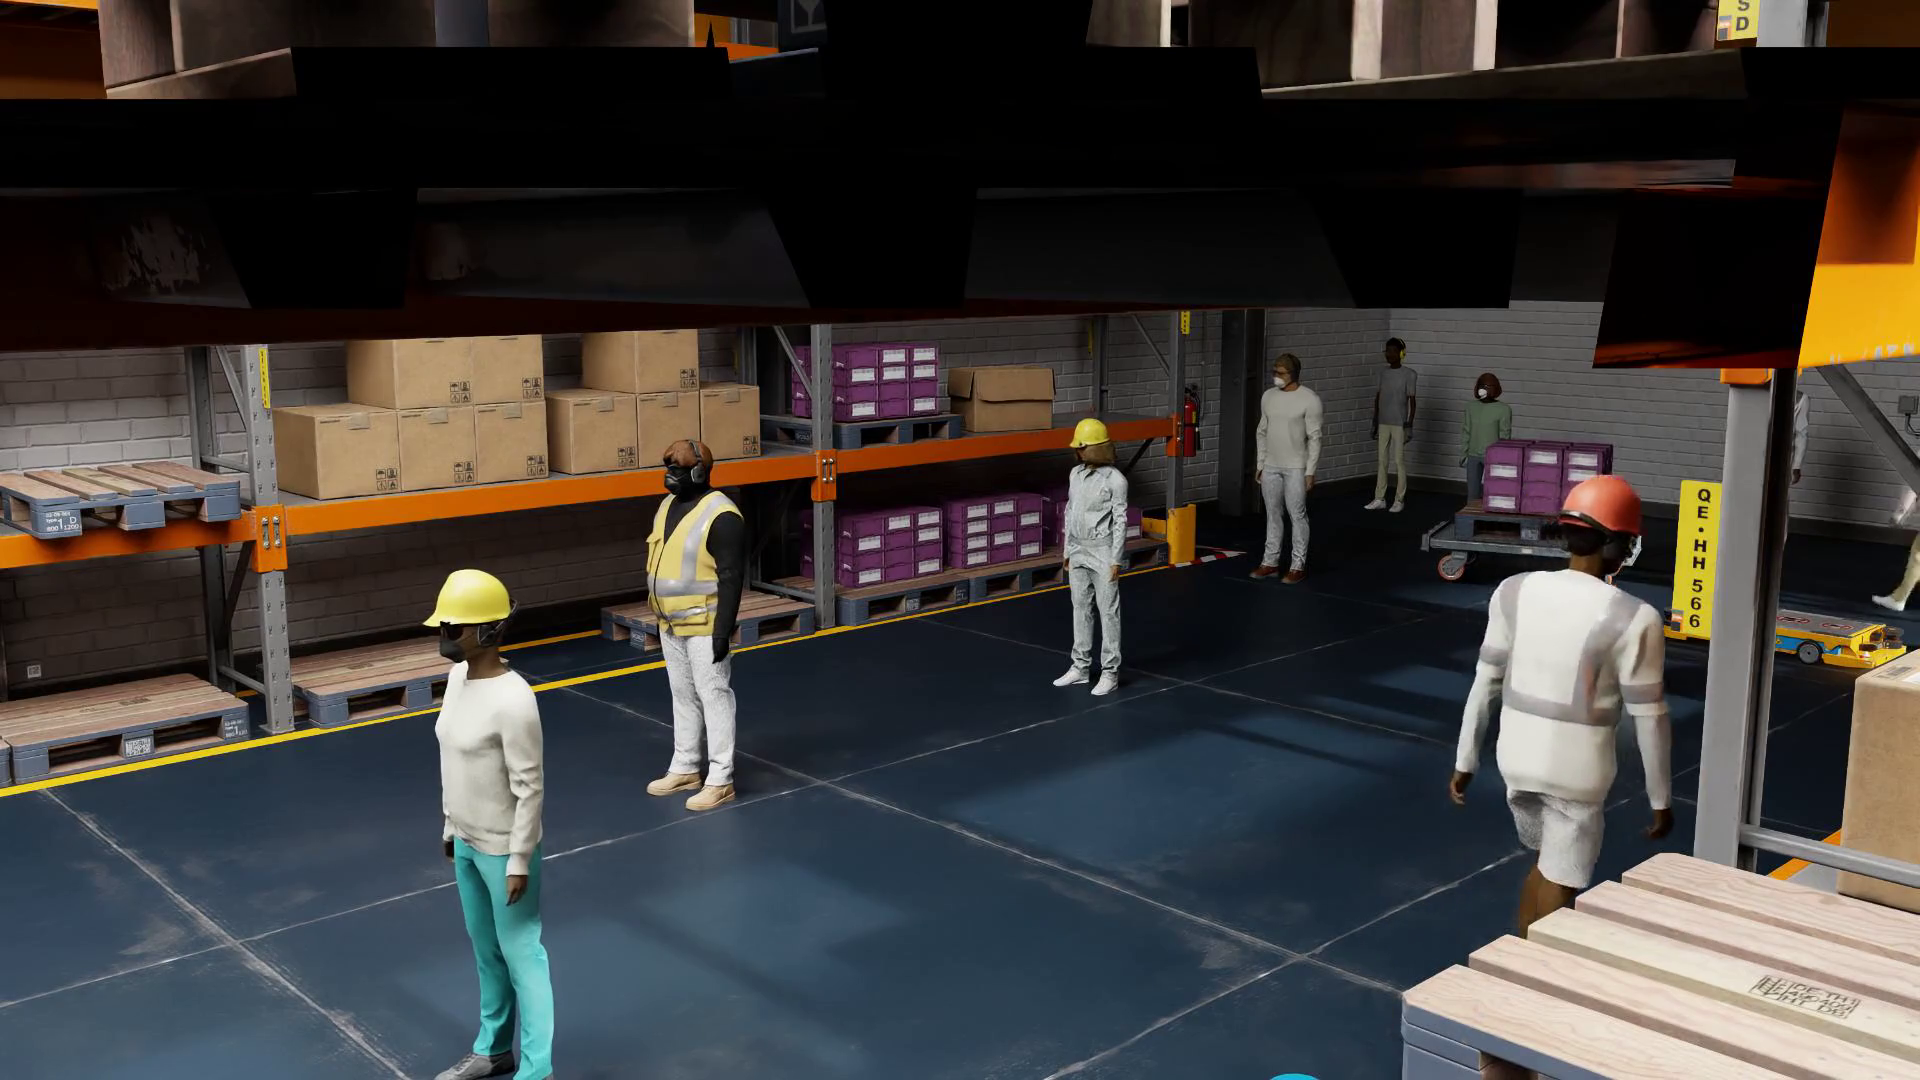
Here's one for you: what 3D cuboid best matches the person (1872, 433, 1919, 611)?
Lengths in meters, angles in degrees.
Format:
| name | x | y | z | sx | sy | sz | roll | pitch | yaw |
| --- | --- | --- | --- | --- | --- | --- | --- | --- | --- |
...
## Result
| name | x | y | z | sx | sy | sz | roll | pitch | yaw |
| --- | --- | --- | --- | --- | --- | --- | --- | --- | --- |
| person | 7.326 | -0.174 | 12.490 | 0.505 | 1.586 | 0.890 | -5 | 11 | -29 |

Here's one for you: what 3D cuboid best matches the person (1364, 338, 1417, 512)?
| name | x | y | z | sx | sy | sz | roll | pitch | yaw |
| --- | --- | --- | --- | --- | --- | --- | --- | --- | --- |
| person | 4.635 | -1.232 | 17.849 | 0.326 | 1.874 | 0.518 | -9 | 13 | -42 |

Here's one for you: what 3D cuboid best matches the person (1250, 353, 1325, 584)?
| name | x | y | z | sx | sy | sz | roll | pitch | yaw |
| --- | --- | --- | --- | --- | --- | --- | --- | --- | --- |
| person | 2.742 | -0.600 | 13.966 | 0.370 | 1.934 | 0.627 | -9 | 13 | -42 |

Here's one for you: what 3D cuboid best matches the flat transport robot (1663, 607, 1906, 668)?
| name | x | y | z | sx | sy | sz | roll | pitch | yaw |
| --- | --- | --- | --- | --- | --- | --- | --- | --- | --- |
| flat transport robot | 5.708 | 0.636 | 11.589 | 0.652 | 0.197 | 1.431 | -9 | 13 | -42 |

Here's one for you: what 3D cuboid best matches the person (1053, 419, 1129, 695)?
| name | x | y | z | sx | sy | sz | roll | pitch | yaw |
| --- | --- | --- | --- | --- | --- | --- | --- | --- | --- |
| person | 0.823 | 0.103 | 10.432 | 0.311 | 1.736 | 0.483 | -9 | 13 | -42 |

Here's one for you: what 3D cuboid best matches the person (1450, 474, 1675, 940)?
| name | x | y | z | sx | sy | sz | roll | pitch | yaw |
| --- | --- | --- | --- | --- | --- | --- | --- | --- | --- |
| person | 2.066 | 0.780 | 5.661 | 0.719 | 2.010 | 0.693 | -7 | 12 | -36 |

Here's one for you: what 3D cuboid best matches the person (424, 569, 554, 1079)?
| name | x | y | z | sx | sy | sz | roll | pitch | yaw |
| --- | --- | --- | --- | --- | --- | --- | --- | --- | --- |
| person | -1.508 | 0.963 | 5.305 | 0.317 | 1.769 | 0.523 | -9 | 13 | -42 |

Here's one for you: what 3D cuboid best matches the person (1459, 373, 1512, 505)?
| name | x | y | z | sx | sy | sz | roll | pitch | yaw |
| --- | --- | --- | --- | --- | --- | --- | --- | --- | --- |
| person | 5.010 | -0.782 | 15.908 | 0.278 | 1.634 | 0.498 | -9 | 13 | -42 |

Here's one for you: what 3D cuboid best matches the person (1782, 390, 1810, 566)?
| name | x | y | z | sx | sy | sz | roll | pitch | yaw |
| --- | --- | --- | --- | --- | --- | --- | --- | --- | --- |
| person | 7.119 | -0.689 | 14.623 | 0.353 | 1.886 | 0.572 | -9 | 13 | -42 |

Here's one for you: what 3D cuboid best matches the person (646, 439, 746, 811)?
| name | x | y | z | sx | sy | sz | roll | pitch | yaw |
| --- | --- | --- | --- | --- | --- | --- | --- | --- | --- |
| person | -1.335 | 0.415 | 8.293 | 0.430 | 1.845 | 0.619 | -9 | 13 | -42 |
